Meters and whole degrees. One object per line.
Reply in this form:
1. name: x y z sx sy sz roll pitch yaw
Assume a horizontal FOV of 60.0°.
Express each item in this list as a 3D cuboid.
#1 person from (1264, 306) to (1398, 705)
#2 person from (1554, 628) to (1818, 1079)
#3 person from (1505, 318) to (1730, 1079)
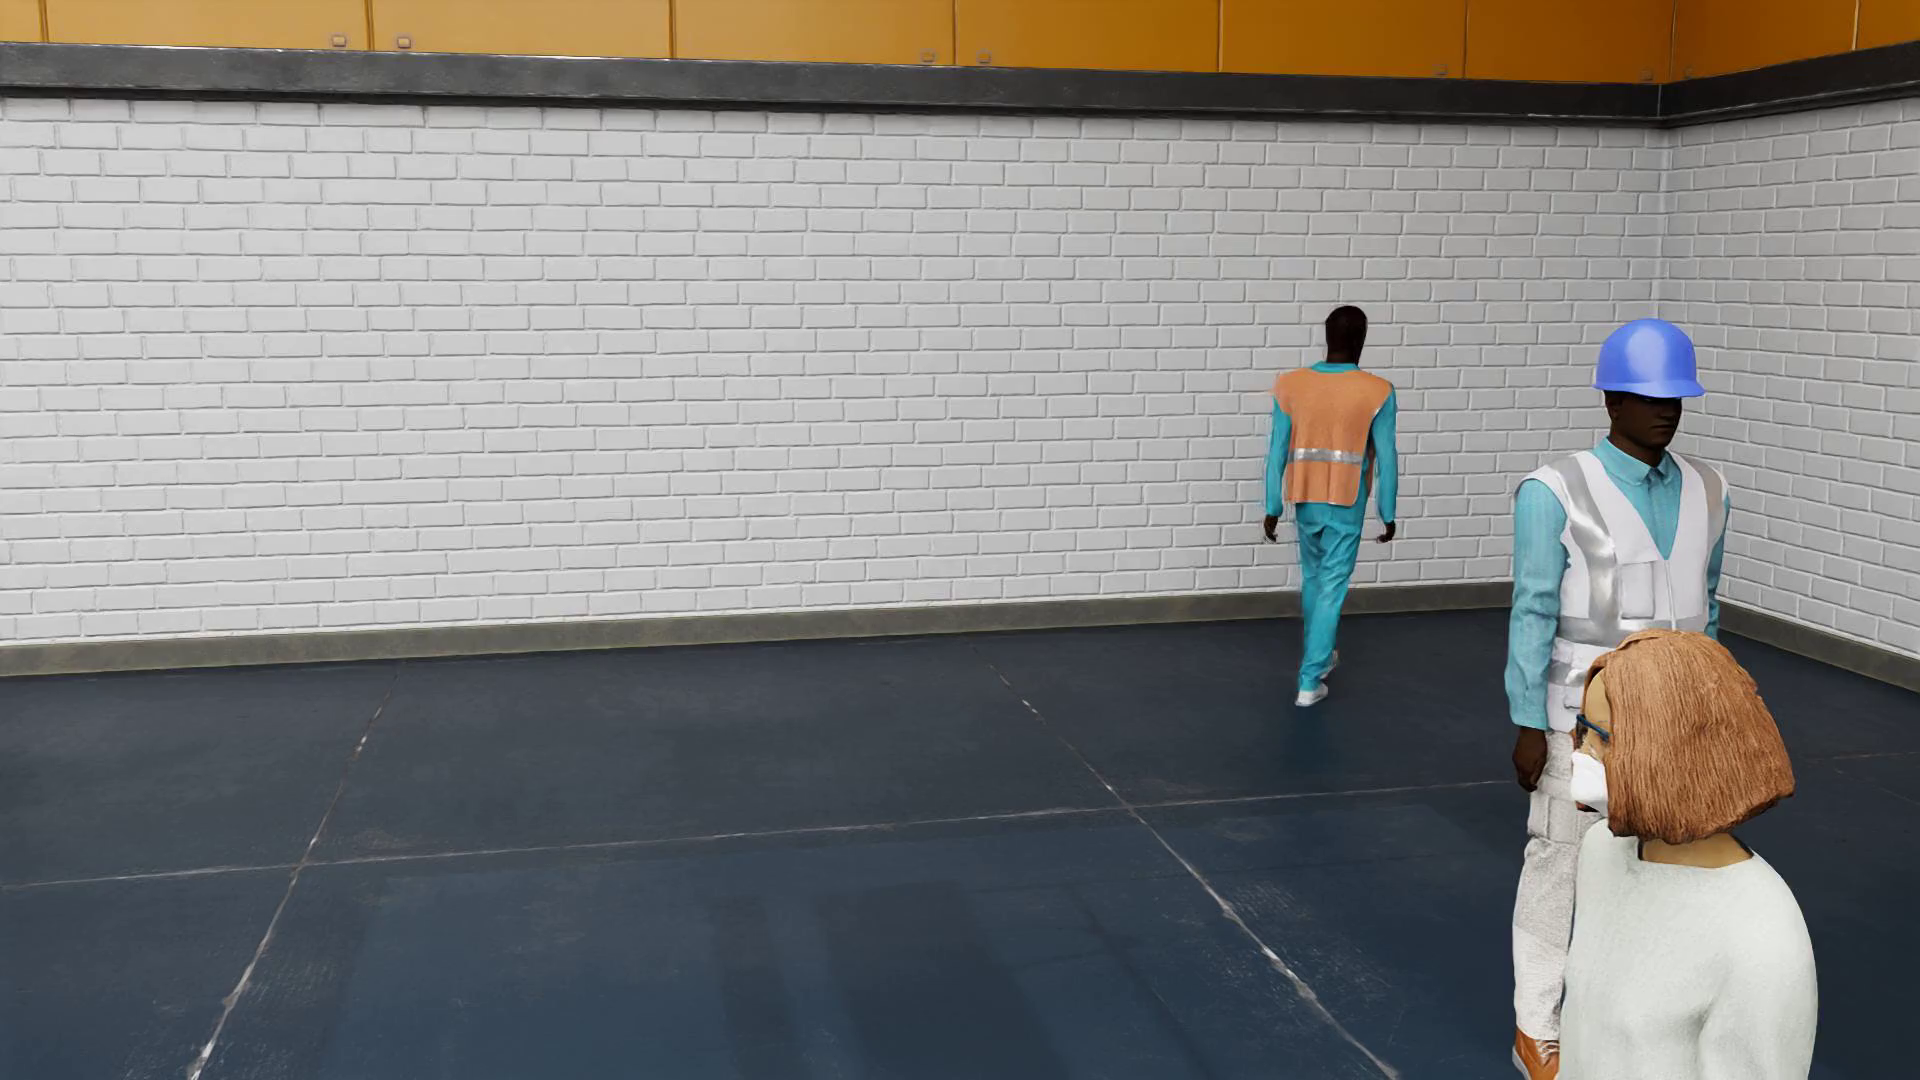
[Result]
1. person: 1.848 -0.186 8.080 0.601 1.878 0.881 6 11 32
2. person: 0.889 0.917 2.154 0.290 1.627 0.504 0 9 -3
3. person: 1.643 0.426 4.159 0.614 1.947 0.388 -3 10 -18
